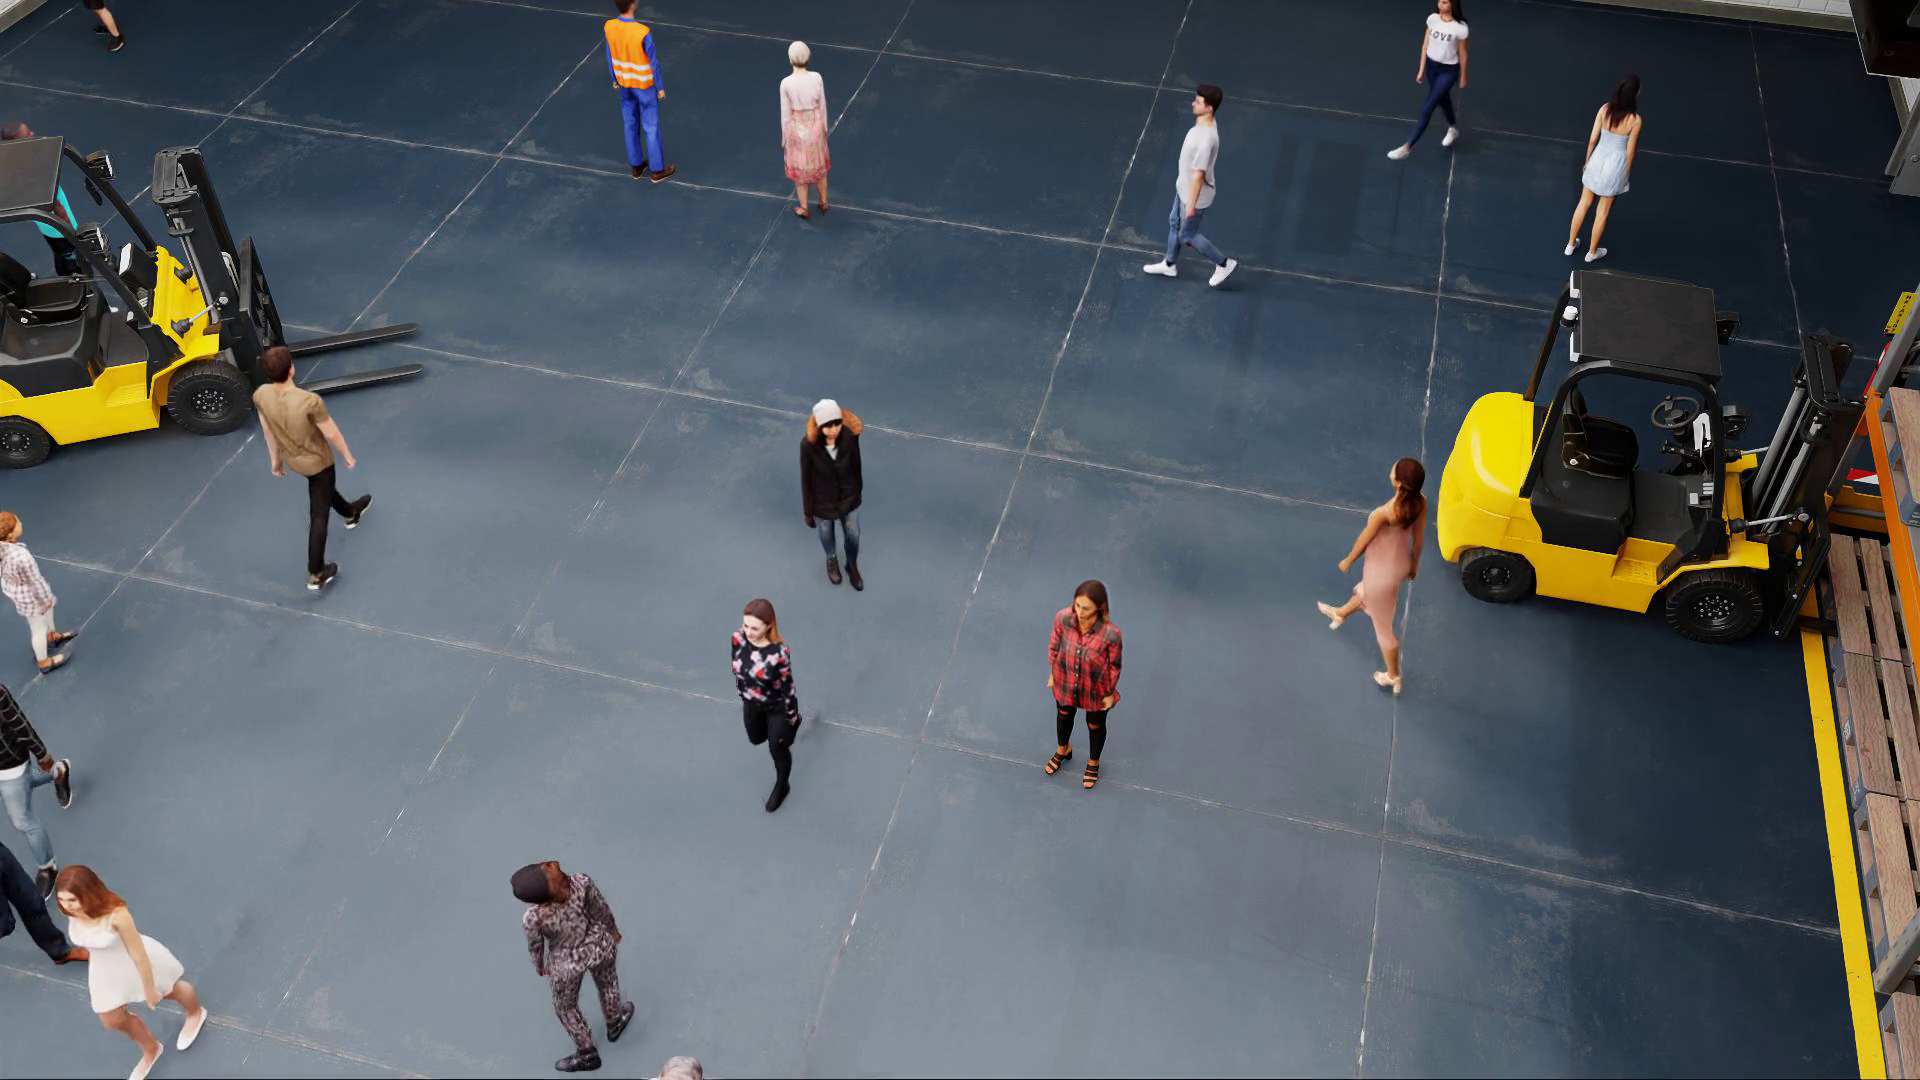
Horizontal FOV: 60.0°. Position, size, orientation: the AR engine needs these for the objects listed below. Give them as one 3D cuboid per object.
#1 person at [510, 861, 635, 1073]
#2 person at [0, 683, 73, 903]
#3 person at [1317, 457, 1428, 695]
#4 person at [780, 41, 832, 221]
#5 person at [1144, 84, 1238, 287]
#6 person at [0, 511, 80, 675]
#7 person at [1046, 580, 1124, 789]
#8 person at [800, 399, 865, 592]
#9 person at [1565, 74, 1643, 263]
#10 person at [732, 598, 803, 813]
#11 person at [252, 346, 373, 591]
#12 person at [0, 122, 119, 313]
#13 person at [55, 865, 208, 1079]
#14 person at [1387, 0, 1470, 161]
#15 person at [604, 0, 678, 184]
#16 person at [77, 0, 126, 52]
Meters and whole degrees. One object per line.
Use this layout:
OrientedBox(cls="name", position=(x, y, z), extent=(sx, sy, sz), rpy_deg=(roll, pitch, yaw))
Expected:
OrientedBox(cls="person", position=(-1.968, 2.172, 8.780), extent=(0.760, 1.694, 0.845), rpy_deg=(-14, 45, -15))
OrientedBox(cls="person", position=(-5.586, 1.224, 9.706), extent=(0.892, 1.790, 1.273), rpy_deg=(-1, 44, -1))
OrientedBox(cls="person", position=(2.801, 0.279, 10.699), extent=(1.087, 1.787, 1.096), rpy_deg=(-26, 49, -25))
OrientedBox(cls="person", position=(-1.385, -3.655, 14.898), extent=(0.704, 1.691, 0.750), rpy_deg=(-17, 46, -17))
OrientedBox(cls="person", position=(2.047, -2.964, 14.043), extent=(0.868, 1.870, 1.017), rpy_deg=(3, 44, 3))
OrientedBox(cls="person", position=(-6.194, 0.363, 10.972), extent=(0.614, 1.289, 0.674), rpy_deg=(25, 49, 24))
OrientedBox(cls="person", position=(0.756, 0.870, 10.141), extent=(0.662, 1.703, 0.617), rpy_deg=(19, 47, 19))
OrientedBox(cls="person", position=(-0.905, -0.364, 11.494), extent=(0.746, 1.621, 0.777), rpy_deg=(-11, 45, -11))
OrientedBox(cls="person", position=(5.596, -3.218, 14.411), extent=(0.669, 1.731, 0.677), rpy_deg=(33, 53, 30))
OrientedBox(cls="person", position=(-1.120, 0.925, 10.107), extent=(0.684, 1.668, 0.883), rpy_deg=(18, 47, 18))
OrientedBox(cls="person", position=(-4.533, -0.476, 11.479), extent=(0.669, 1.804, 1.218), rpy_deg=(10, 45, 10))
OrientedBox(cls="person", position=(-7.492, -2.626, 13.732), extent=(0.693, 1.810, 0.671), rpy_deg=(30, 51, 28))
OrientedBox(cls="person", position=(-4.344, 2.162, 8.792), extent=(0.578, 1.691, 0.756), rpy_deg=(9, 44, 9))
OrientedBox(cls="person", position=(4.606, -4.402, 15.670), extent=(1.200, 1.709, 1.076), rpy_deg=(-30, 51, -27))
OrientedBox(cls="person", position=(-2.978, -4.198, 15.345), extent=(0.727, 1.861, 0.645), rpy_deg=(16, 46, 17))
OrientedBox(cls="person", position=(-9.099, -5.927, 17.301), extent=(0.841, 1.667, 0.880), rpy_deg=(-24, 48, -23))
